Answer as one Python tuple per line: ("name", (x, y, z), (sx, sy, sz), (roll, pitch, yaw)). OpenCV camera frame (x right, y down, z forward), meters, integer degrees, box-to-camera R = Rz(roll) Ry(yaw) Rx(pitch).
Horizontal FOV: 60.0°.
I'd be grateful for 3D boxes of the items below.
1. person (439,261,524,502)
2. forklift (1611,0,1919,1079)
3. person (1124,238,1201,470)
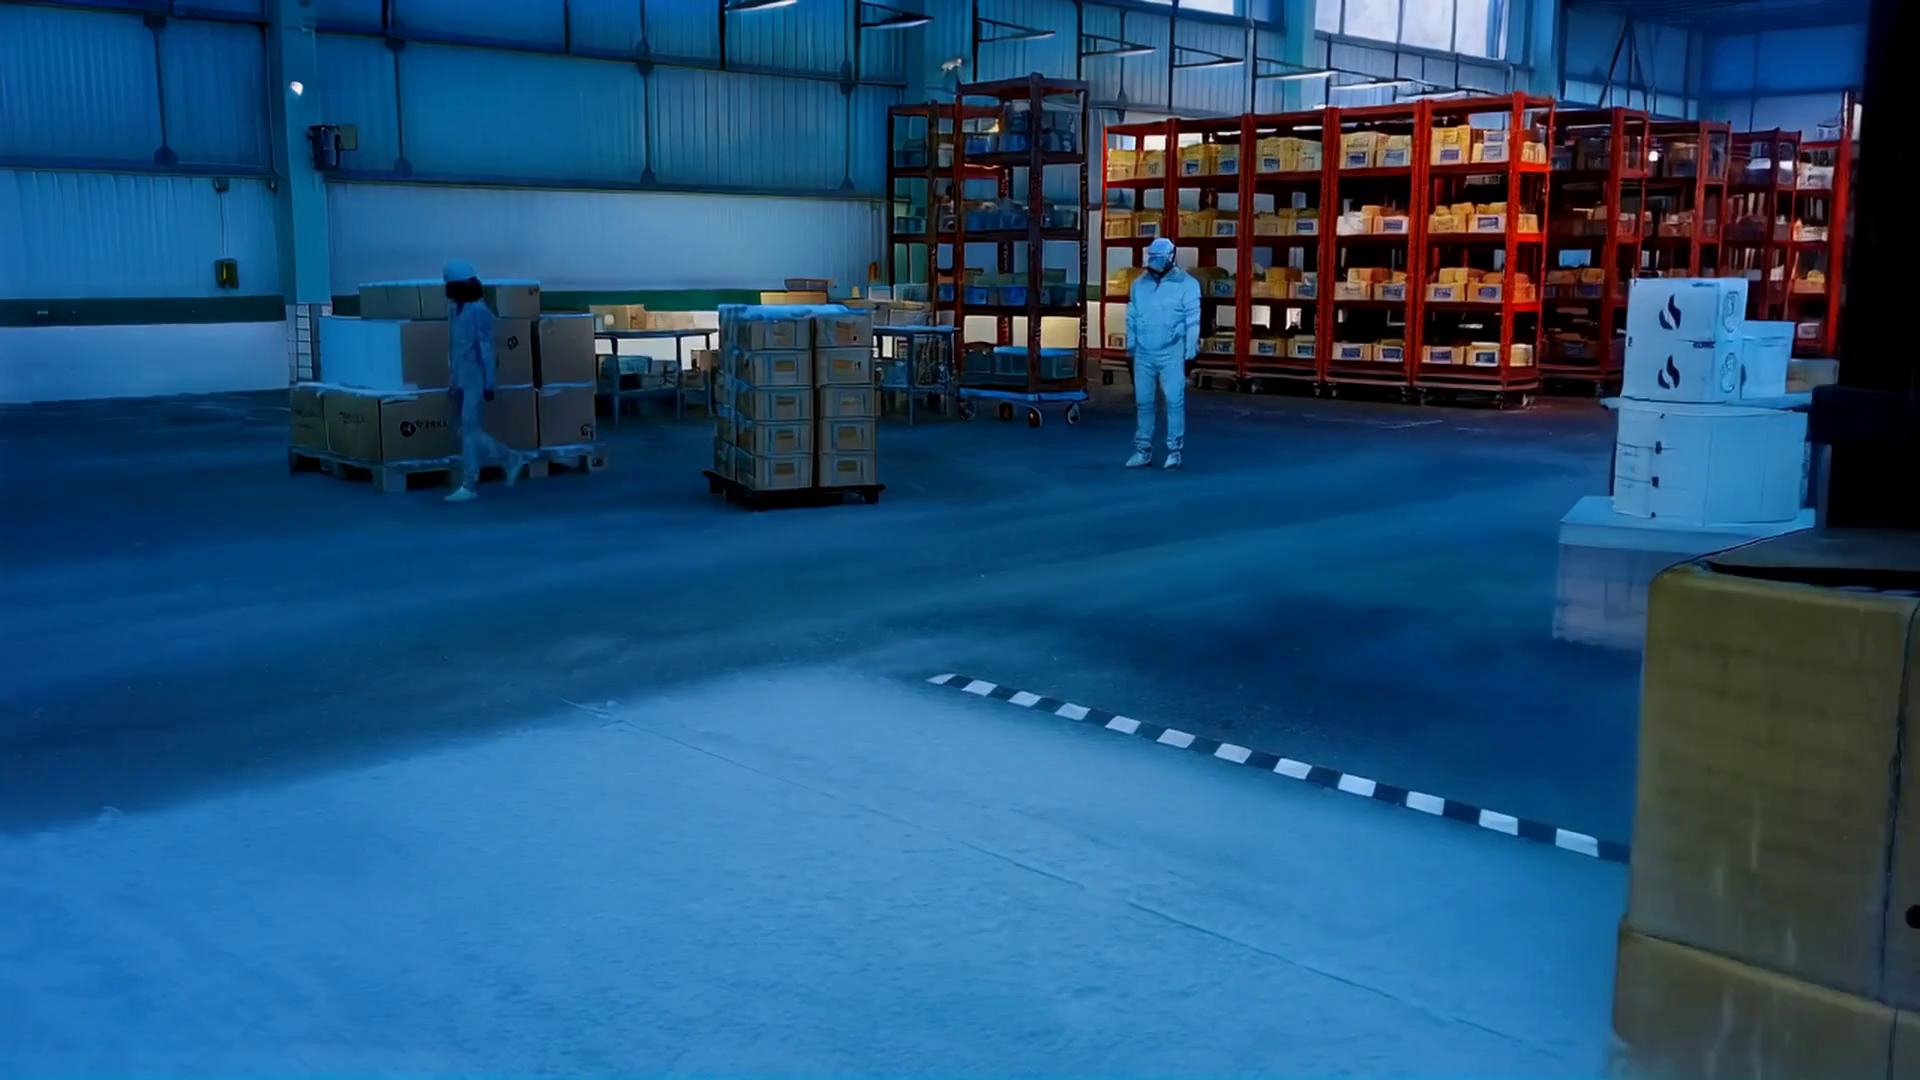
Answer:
("person", (-3.481, -1.153, 12.025), (0.616, 1.713, 0.497), (-8, 13, -42))
("forklift", (2.373, -0.326, 3.570), (1.873, 2.768, 1.129), (-9, 13, -44))
("person", (1.641, -1.529, 13.732), (0.645, 1.907, 0.400), (6, 11, 32))
